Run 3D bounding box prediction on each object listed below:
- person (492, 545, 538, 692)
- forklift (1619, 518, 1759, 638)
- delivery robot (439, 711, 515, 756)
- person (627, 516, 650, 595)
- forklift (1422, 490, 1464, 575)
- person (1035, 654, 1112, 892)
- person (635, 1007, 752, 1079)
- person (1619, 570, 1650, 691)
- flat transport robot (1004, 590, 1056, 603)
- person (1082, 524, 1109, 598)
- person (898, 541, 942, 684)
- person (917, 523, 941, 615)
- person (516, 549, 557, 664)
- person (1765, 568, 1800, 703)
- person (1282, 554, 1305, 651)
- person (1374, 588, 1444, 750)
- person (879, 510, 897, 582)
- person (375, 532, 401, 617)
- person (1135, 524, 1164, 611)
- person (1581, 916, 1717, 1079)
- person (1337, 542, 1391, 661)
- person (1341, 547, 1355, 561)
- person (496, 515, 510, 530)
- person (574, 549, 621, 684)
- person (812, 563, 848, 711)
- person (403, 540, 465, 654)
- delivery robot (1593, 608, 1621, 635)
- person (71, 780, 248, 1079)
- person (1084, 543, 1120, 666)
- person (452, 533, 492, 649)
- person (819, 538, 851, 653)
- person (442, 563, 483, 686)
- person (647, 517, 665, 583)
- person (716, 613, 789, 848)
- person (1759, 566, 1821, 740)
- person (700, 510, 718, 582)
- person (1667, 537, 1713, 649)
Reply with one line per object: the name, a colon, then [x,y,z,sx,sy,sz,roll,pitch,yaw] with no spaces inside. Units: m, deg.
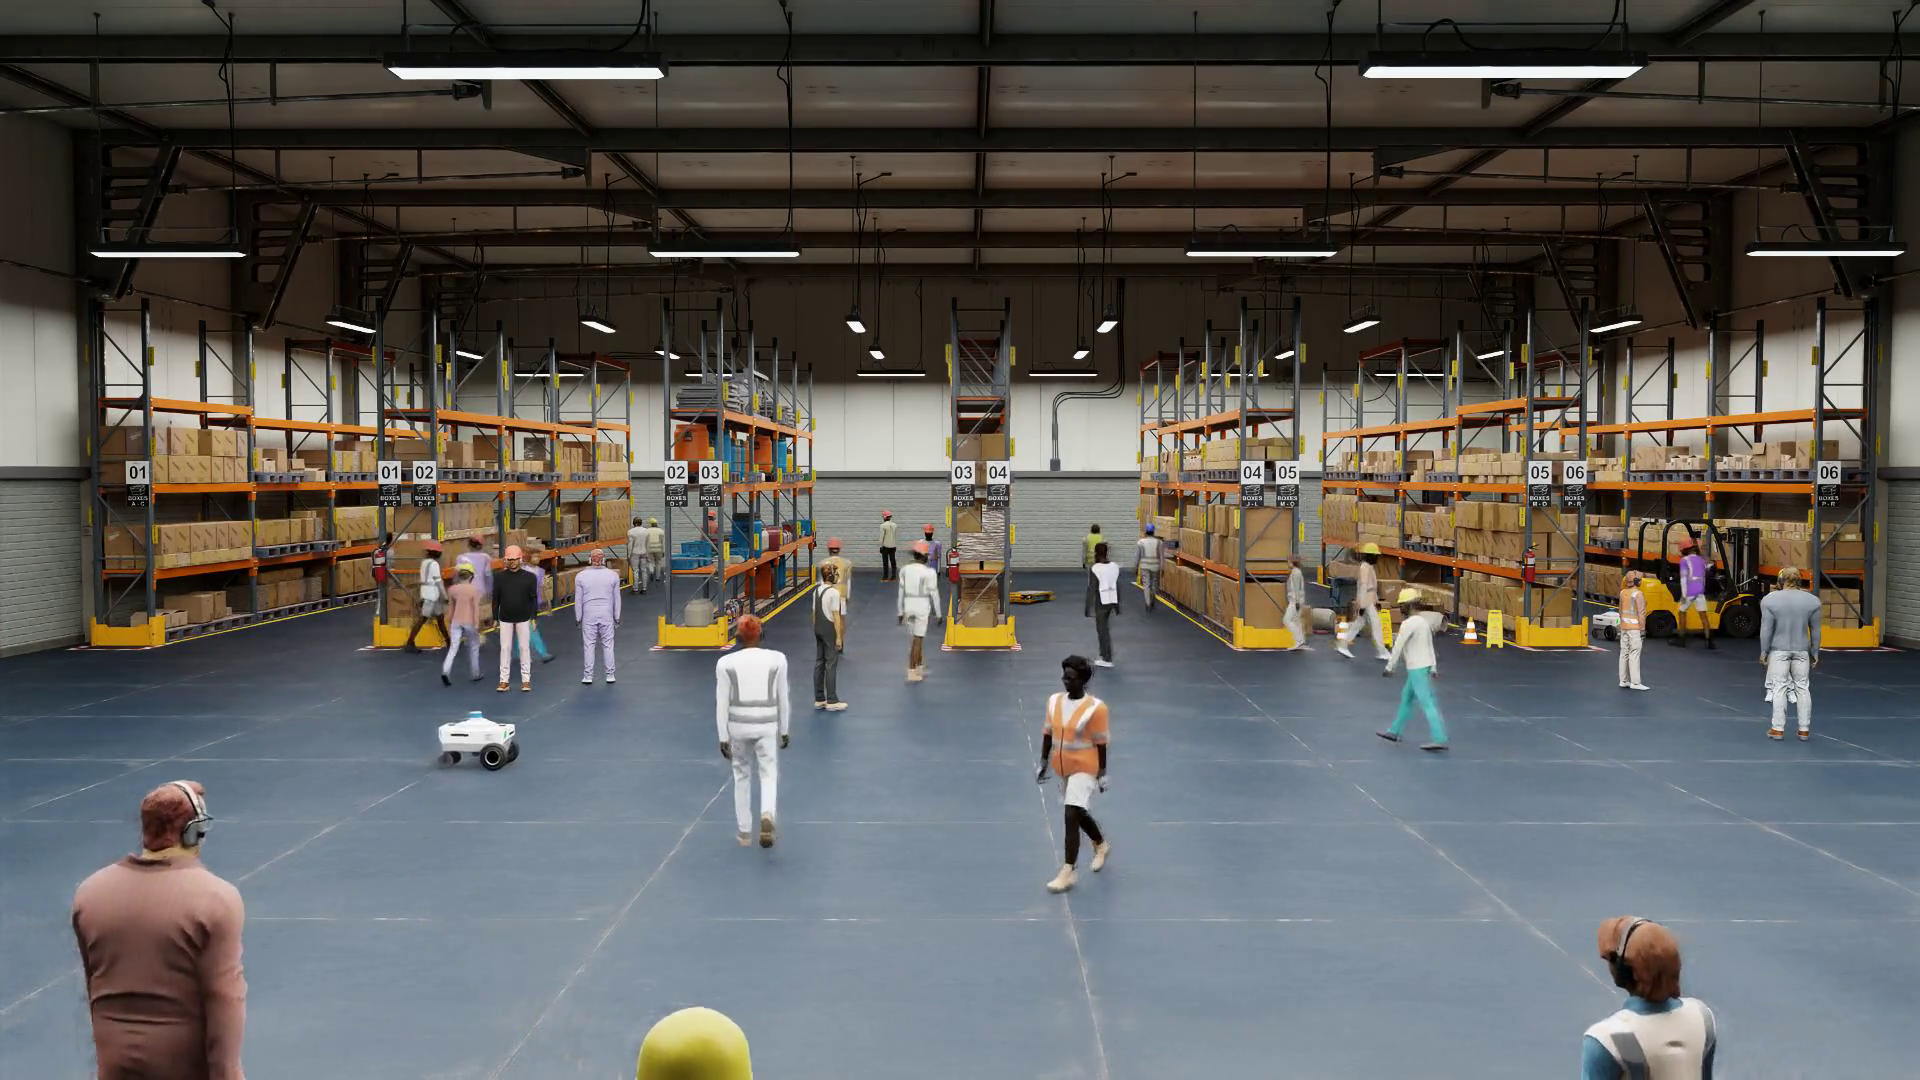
person: [-6.084,1.069,22.057,0.614,1.994,0.381,0,2,-7]
forklift: [13.417,0.684,29.791,2.313,2.155,1.214,0,2,0]
delivery robot: [-4.888,1.977,16.329,0.707,0.478,0.477,0,3,0]
person: [-7.995,0.381,40.079,0.372,1.940,0.629,2,3,45]
forklift: [13.926,-0.371,47.846,1.873,2.768,1.129,0,2,0]
person: [0.882,1.643,11.707,0.823,1.666,0.530,-2,3,-44]
person: [-0.604,1.873,3.306,0.590,1.883,0.988,-2,3,-39]
person: [9.253,1.237,22.211,0.310,1.642,0.514,0,2,-11]
flat transport robot: [1.625,1.316,37.733,0.652,0.197,1.431,1,3,31]
person: [3.233,0.511,38.599,0.627,1.801,0.952,0,2,8]
person: [-0.527,1.020,23.093,0.636,2.005,0.893,2,3,36]
person: [-0.668,0.616,34.117,0.545,1.941,0.350,0,2,-1]
person: [-6.597,1.037,25.183,0.941,1.795,0.598,1,3,25]
person: [10.708,1.236,20.952,0.485,1.744,0.309,1,2,23]
person: [5.596,1.053,27.071,0.382,1.624,0.524,1,2,15]
person: [4.857,1.390,17.463,0.920,1.713,0.530,2,3,36]
person: [-2.009,0.169,44.854,0.619,1.987,0.406,-2,3,-44]
person: [-11.182,0.766,31.497,0.537,1.852,0.537,0,2,6]
person: [4.126,0.599,35.165,0.623,1.900,0.984,0,2,2]
person: [2.077,1.937,4.788,0.528,1.621,0.545,-1,2,-24]
person: [6.499,0.974,25.876,0.969,1.887,0.598,1,2,17]
person: [10.742,0.215,44.775,1.003,1.882,0.682,1,3,27]
person: [-11.958,0.311,41.939,0.614,1.929,0.869,1,3,25]
person: [-5.128,1.080,22.858,0.651,1.907,0.409,-1,2,-19]
person: [-1.658,1.211,20.311,0.348,1.846,0.506,-2,3,-40]
person: [-8.787,0.940,26.864,1.045,1.883,0.542,-1,3,-32]
delivery robot: [11.747,1.473,29.102,0.477,0.478,0.707,-1,2,-16]
person: [-2.742,1.776,5.717,0.663,1.870,0.899,0,2,6]
person: [2.156,0.995,25.032,0.631,1.898,0.619,-2,3,-44]
person: [-8.275,0.875,27.471,0.692,1.965,1.071,-2,3,-42]
person: [-2.118,0.920,27.049,0.574,1.888,0.962,-1,2,-18]
person: [-7.031,1.175,22.819,0.530,1.719,0.914,0,2,8]
person: [-8.390,0.274,44.333,0.615,1.811,0.473,-1,2,-17]
person: [-1.626,1.507,12.701,0.580,1.857,0.744,0,2,-9]
person: [9.264,1.256,18.029,0.635,1.937,0.352,0,2,11]
person: [-6.867,0.170,44.667,0.622,1.993,0.382,0,2,9]
person: [12.533,0.908,27.627,0.572,1.896,0.721,-1,2,-18]
